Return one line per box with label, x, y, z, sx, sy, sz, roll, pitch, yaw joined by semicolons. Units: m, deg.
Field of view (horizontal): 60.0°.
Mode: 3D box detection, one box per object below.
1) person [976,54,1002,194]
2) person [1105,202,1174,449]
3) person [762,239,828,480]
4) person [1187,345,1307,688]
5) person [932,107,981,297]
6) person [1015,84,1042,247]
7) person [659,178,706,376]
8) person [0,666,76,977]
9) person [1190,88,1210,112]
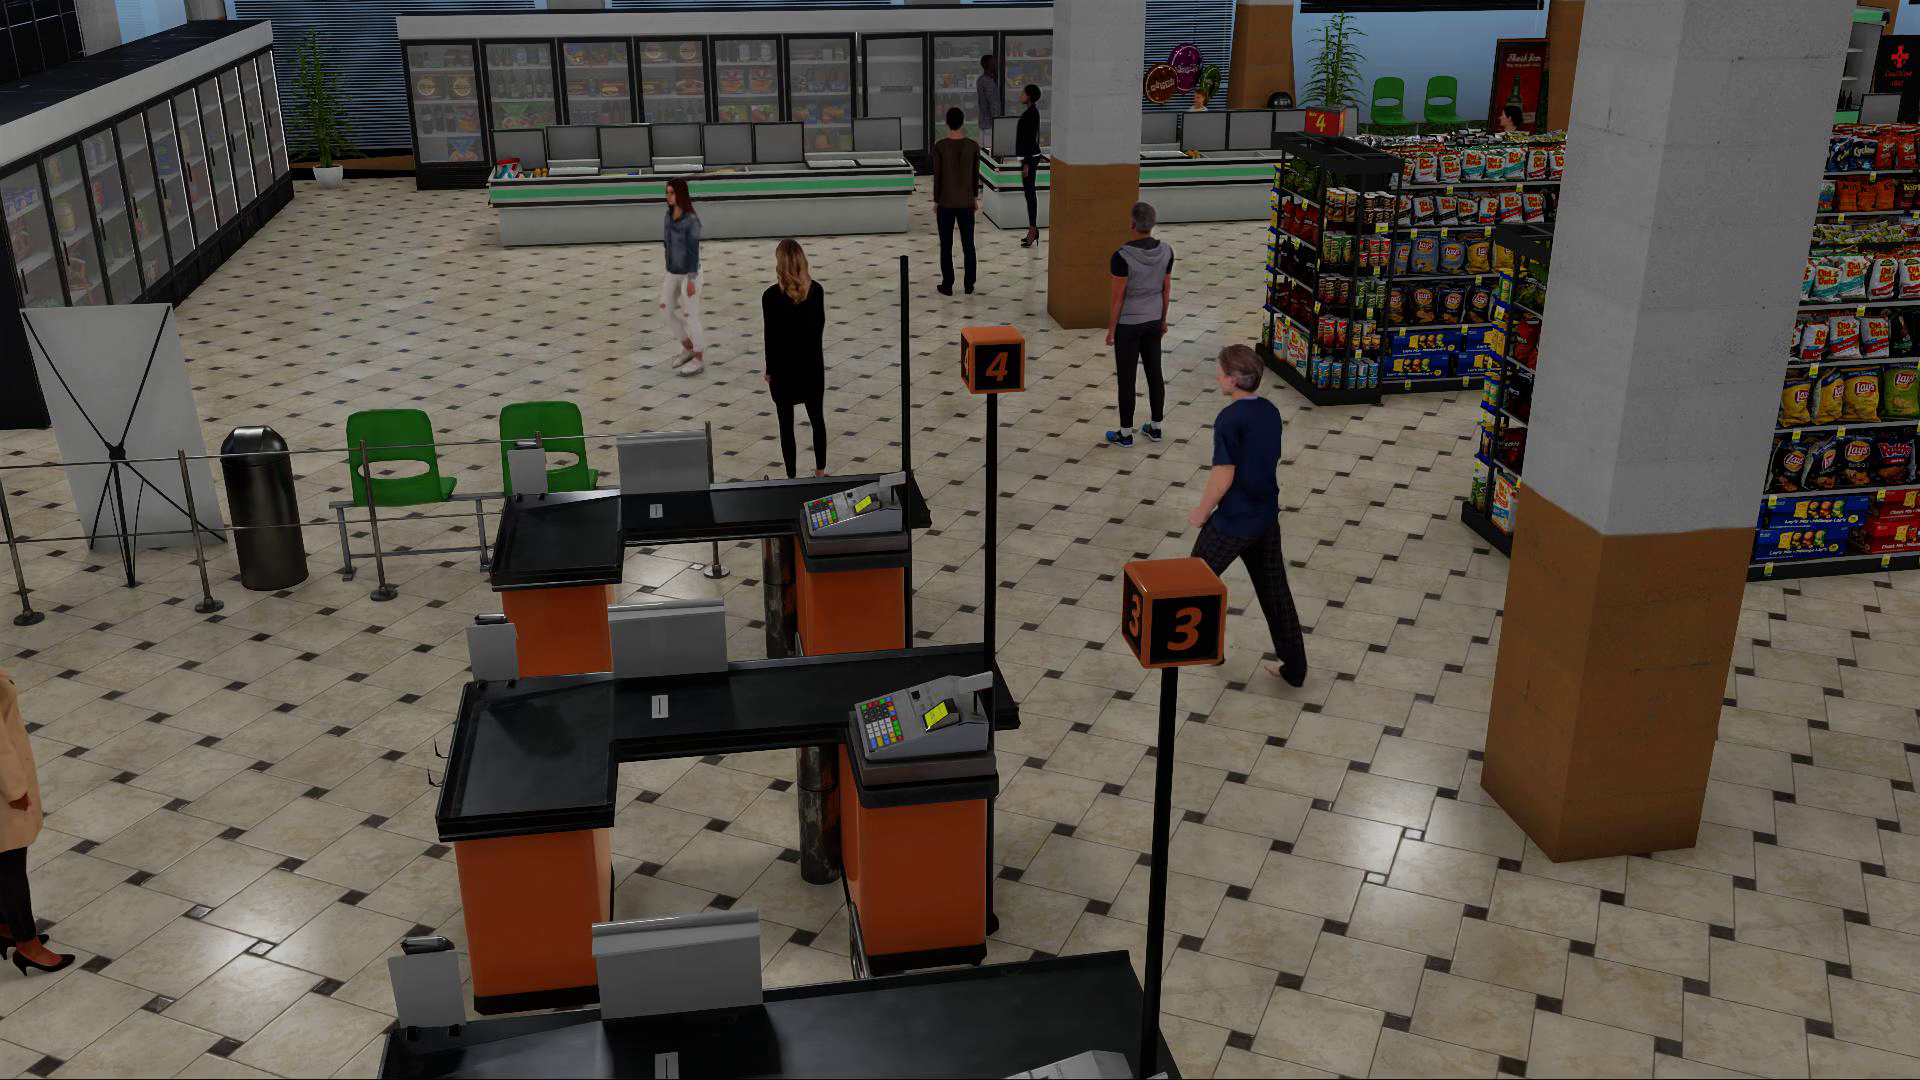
person;0.368;-5.577;22.349;0.586;1.839;0.705;-7;23;-16
person;1.352;-1.616;12.506;0.626;1.826;0.819;-12;25;-26
person;-1.123;-1.174;11.440;0.583;1.801;0.731;-12;25;-28
person;1.527;-0.052;8.629;0.991;1.815;1.007;-16;27;-35
person;-0.047;-3.460;17.015;0.507;1.887;0.720;-5;23;-13
person;0.805;-4.346;19.290;0.621;1.834;0.672;3;22;6
person;-2.311;-2.272;14.322;0.730;1.690;0.767;19;29;39
person;-3.749;0.912;6.407;0.717;1.682;0.738;20;29;40
person;3.317;-5.614;23.146;0.606;1.313;0.558;-20;29;-40
